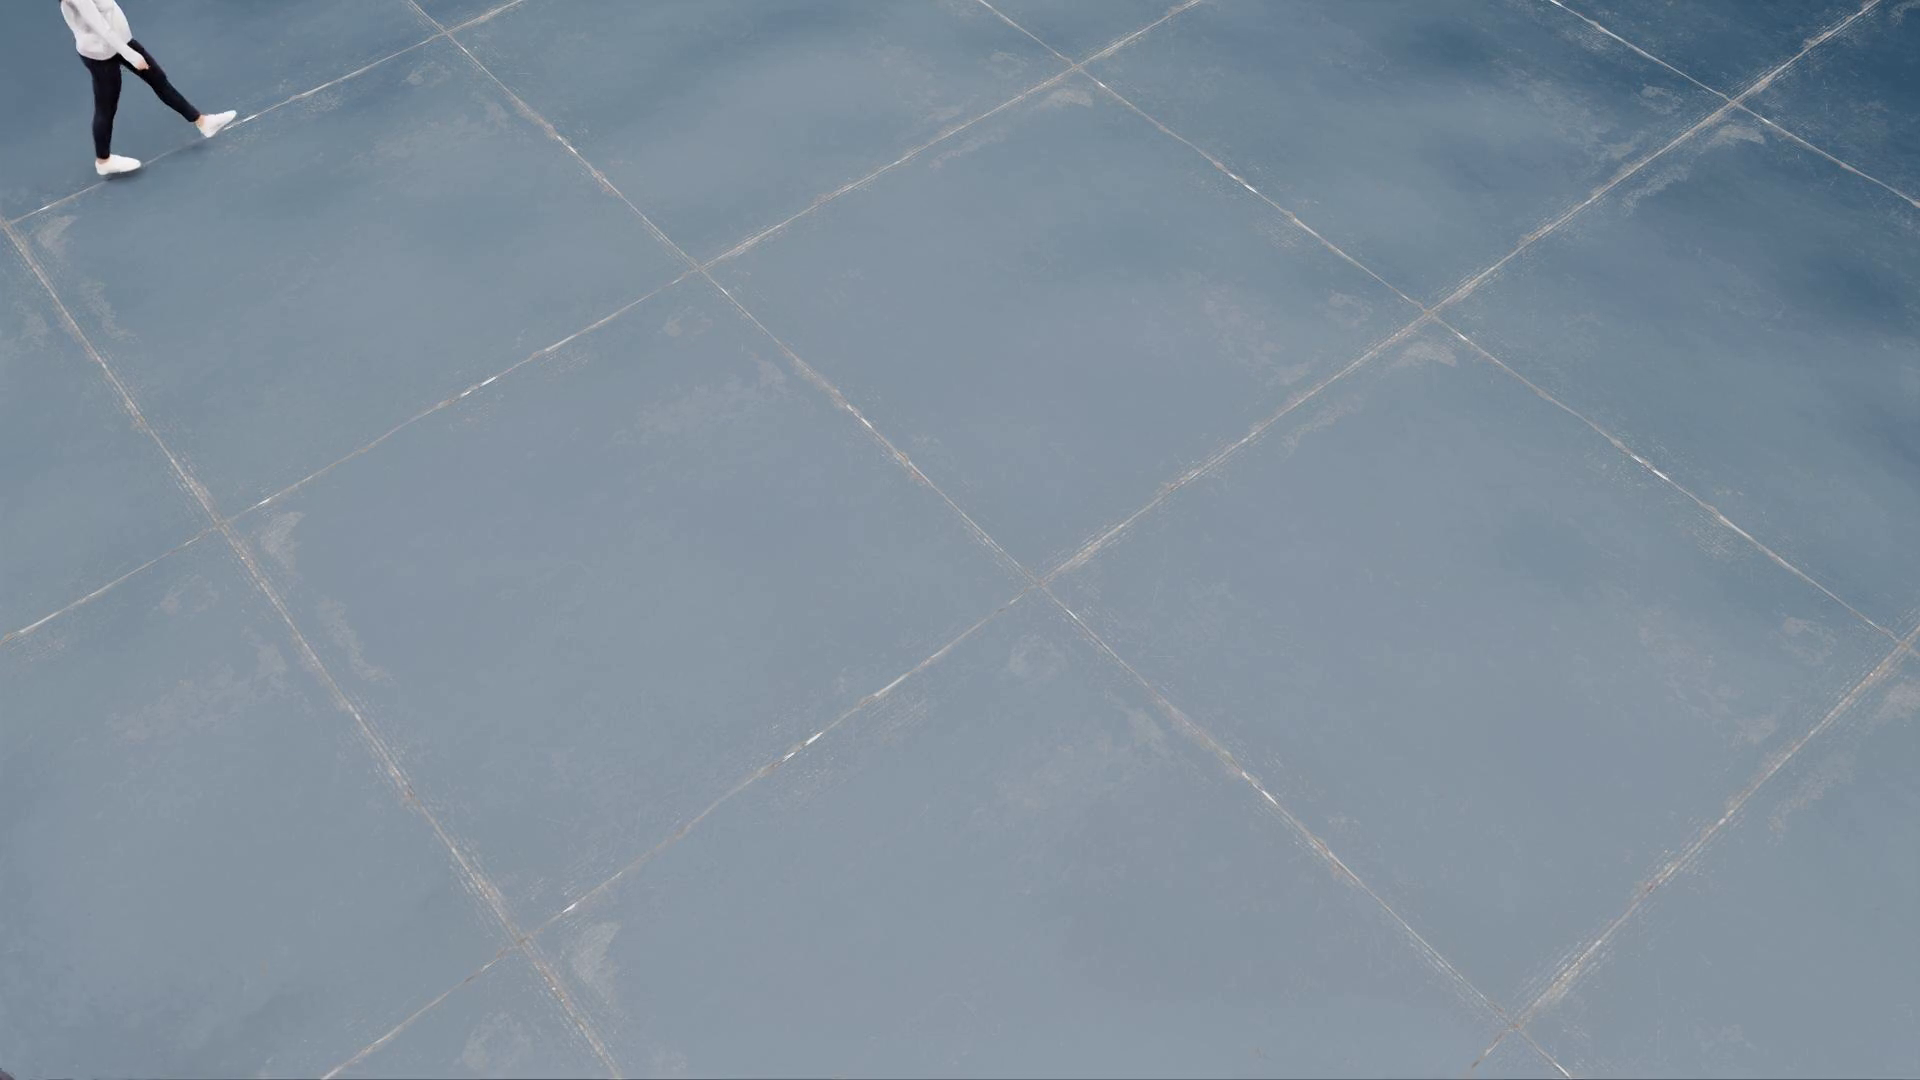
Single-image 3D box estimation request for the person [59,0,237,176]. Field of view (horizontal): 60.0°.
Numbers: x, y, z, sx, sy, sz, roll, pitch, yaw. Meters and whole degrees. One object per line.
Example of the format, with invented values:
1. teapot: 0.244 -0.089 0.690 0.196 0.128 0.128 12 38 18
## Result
1. person: -5.056 -2.820 9.681 1.186 1.651 0.869 -17 54 -13
